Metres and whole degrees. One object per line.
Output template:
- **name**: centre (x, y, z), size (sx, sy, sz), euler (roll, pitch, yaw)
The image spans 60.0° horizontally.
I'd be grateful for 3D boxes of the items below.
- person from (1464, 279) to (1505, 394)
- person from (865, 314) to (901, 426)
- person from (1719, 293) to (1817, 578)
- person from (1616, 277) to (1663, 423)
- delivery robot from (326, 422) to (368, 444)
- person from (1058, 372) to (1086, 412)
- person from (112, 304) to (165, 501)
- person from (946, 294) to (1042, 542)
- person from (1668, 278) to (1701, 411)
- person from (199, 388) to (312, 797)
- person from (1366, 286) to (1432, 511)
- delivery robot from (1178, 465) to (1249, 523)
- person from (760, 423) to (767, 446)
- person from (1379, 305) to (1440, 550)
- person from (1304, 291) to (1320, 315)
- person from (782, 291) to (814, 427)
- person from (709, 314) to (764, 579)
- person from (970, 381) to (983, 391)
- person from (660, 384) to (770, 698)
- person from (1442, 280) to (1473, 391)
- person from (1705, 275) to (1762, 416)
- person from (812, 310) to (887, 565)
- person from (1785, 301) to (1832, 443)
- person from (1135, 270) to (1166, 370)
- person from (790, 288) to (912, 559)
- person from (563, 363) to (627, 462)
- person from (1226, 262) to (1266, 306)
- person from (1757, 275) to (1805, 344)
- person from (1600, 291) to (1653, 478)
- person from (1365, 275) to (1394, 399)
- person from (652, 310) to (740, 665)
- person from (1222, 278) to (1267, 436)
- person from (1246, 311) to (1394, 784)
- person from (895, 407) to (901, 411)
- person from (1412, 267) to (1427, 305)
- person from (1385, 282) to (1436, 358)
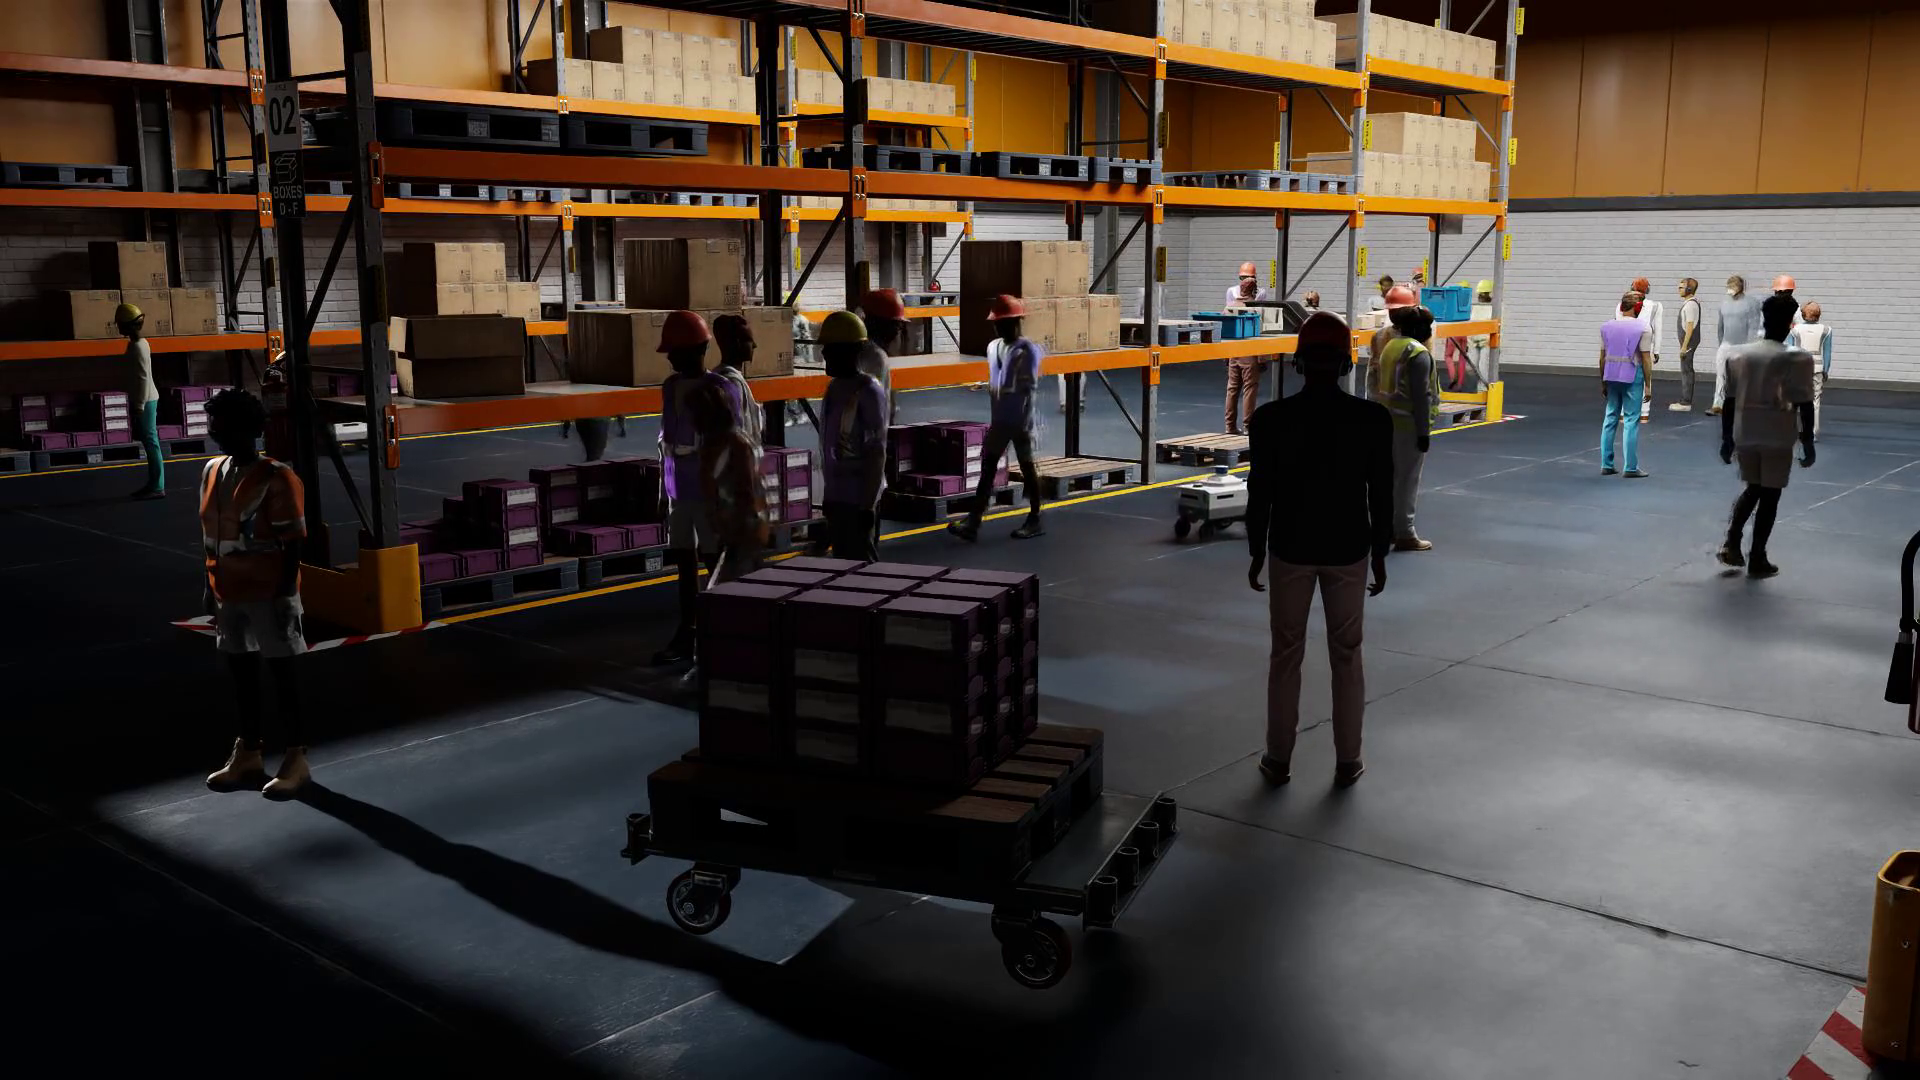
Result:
- **person**: centre (7.528, -2.839, 23.921), size (0.464, 1.808, 0.600), euler (-8, 12, -37)
- **person**: centre (-0.890, -1.450, 16.050), size (0.596, 1.803, 0.790), euler (9, 13, 41)
- **person**: centre (5.543, -0.708, 11.417), size (0.424, 1.950, 0.602), euler (-6, 11, -29)
- **person**: centre (8.744, -2.446, 21.480), size (0.576, 1.885, 0.355), euler (2, 10, 13)
- **delivery robot**: centre (-6.633, -1.253, 18.202), size (0.477, 0.478, 0.707), euler (9, 13, 42)
- **person**: centre (1.569, -2.706, 22.819), size (0.655, 1.930, 0.409), euler (-1, 10, -4)
- **person**: centre (-7.374, -1.234, 14.937), size (0.327, 1.761, 0.522), euler (-5, 11, -27)
- **person**: centre (0.314, -0.906, 12.671), size (0.948, 1.891, 0.574), euler (-9, 14, -43)
- **person**: centre (10.076, -2.707, 23.076), size (0.345, 1.847, 0.506), euler (5, 11, 28)
- **person**: centre (-2.924, 0.215, 6.873), size (0.531, 1.693, 0.320), euler (5, 11, 25)
- **person**: centre (3.725, -1.193, 14.214), size (0.550, 1.935, 0.374), euler (7, 12, 33)
- **delivery robot**: centre (2.041, -0.340, 13.007), size (0.707, 0.478, 0.477), euler (-7, 12, -36)
- **person**: centre (-2.297, -1.690, 17.248), size (0.966, 1.867, 0.637), euler (-5, 11, -27)
- **person**: centre (3.371, -0.841, 12.498), size (0.429, 1.836, 0.631), euler (-2, 10, -9)
- **person**: centre (5.037, -2.743, 23.870), size (0.313, 1.639, 0.513), euler (5, 11, 24)
- **person**: centre (-2.114, -2.274, 20.961), size (0.547, 1.720, 0.430), euler (5, 11, 26)
- **person**: centre (-1.288, -0.341, 9.498), size (0.354, 1.883, 0.573), euler (-4, 11, -19)
- **person**: centre (0.428, -3.291, 26.135), size (0.627, 1.941, 0.373), euler (5, 11, 25)
- **person**: centre (-1.178, 0.008, 8.367), size (0.884, 1.569, 0.524), euler (-5, 11, -26)
- **person**: centre (7.886, -3.218, 26.238), size (0.542, 1.752, 0.365), euler (1, 10, 6)
- **person**: centre (10.464, -2.612, 22.398), size (0.978, 1.896, 0.638), euler (-8, 13, -37)
- **person**: centre (-0.598, -0.260, 8.911), size (0.367, 1.927, 0.590), euler (-5, 11, -28)
- **person**: centre (9.805, -1.941, 19.285), size (0.522, 1.645, 0.305), euler (2, 10, 12)
- **person**: centre (3.499, -4.027, 30.368), size (0.618, 1.924, 0.735), euler (-4, 11, -24)
- **person**: centre (-0.686, -0.617, 10.729), size (0.759, 2.008, 0.622), euler (-1, 10, -8)
- **person**: centre (-3.075, -0.996, 14.076), size (0.511, 1.573, 0.871), euler (4, 11, 19)
- **person**: centre (4.319, -3.167, 25.157), size (0.605, 2.036, 0.393), euler (0, 10, -1)
- **person**: centre (9.696, -2.161, 19.706), size (0.358, 1.938, 0.542), euler (-8, 13, -40)
- **person**: centre (6.552, -1.531, 16.402), size (0.390, 1.838, 0.564), euler (-6, 12, -33)
- **person**: centre (6.273, -2.987, 24.650), size (0.533, 1.882, 0.374), euler (0, 10, 0)
- **person**: centre (-1.425, -0.255, 8.885), size (0.543, 1.928, 0.374), euler (7, 12, 36)
- **person**: centre (3.455, -2.202, 20.060), size (0.400, 1.900, 0.645), euler (-8, 13, -37)
- **person**: centre (1.504, 0.044, 6.989), size (0.611, 1.995, 0.375), euler (1, 10, 7)
- **person**: centre (-1.049, -2.627, 23.040), size (0.317, 1.698, 0.531), euler (-9, 13, -40)
- **person**: centre (7.364, -3.371, 26.563), size (0.644, 1.946, 0.778), euler (8, 13, 39)
- **person**: centre (4.608, -1.722, 17.302), size (0.401, 1.904, 0.646), euler (-6, 12, -33)
